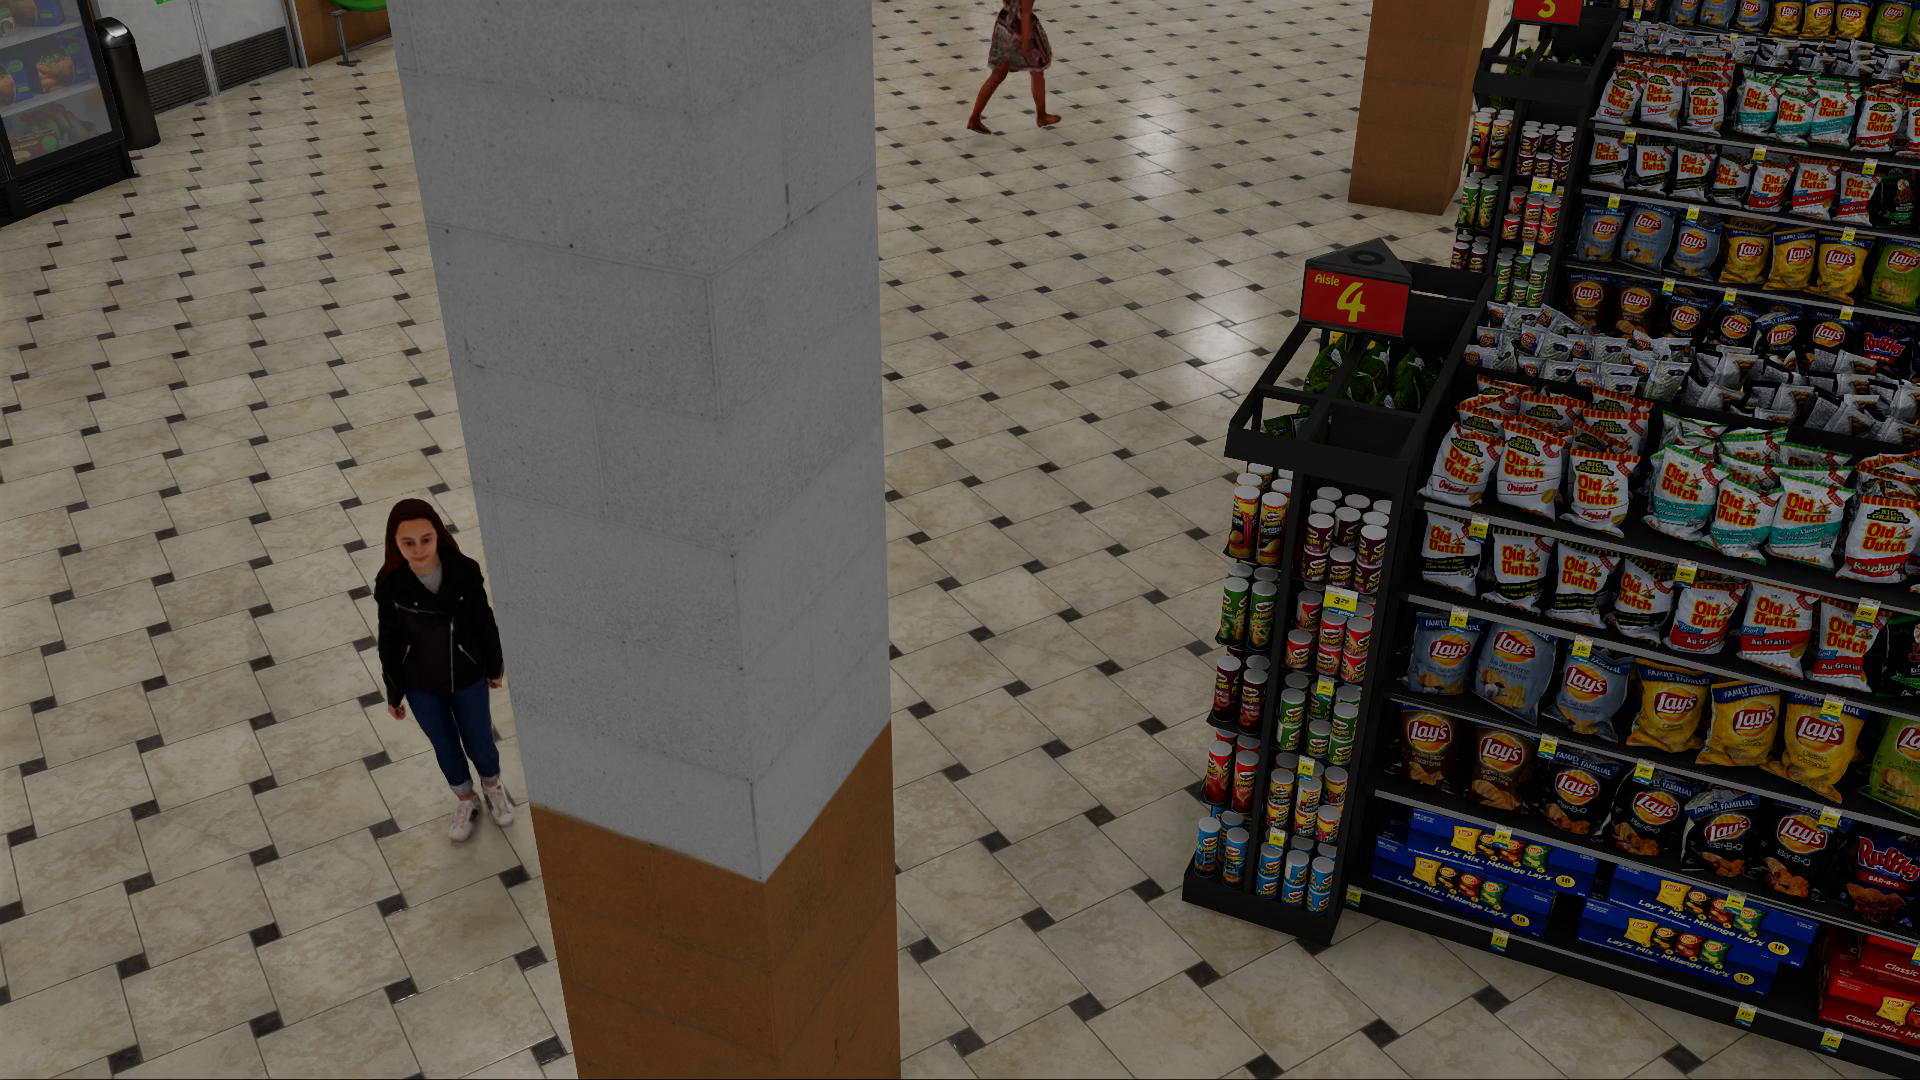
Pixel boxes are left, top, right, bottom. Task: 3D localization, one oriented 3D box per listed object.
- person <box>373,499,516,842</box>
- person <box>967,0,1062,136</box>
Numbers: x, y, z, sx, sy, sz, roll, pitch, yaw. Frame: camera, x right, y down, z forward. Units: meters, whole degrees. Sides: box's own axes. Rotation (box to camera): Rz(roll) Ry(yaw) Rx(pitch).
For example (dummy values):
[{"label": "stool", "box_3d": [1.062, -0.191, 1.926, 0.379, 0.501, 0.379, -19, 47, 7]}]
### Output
[{"label": "person", "box_3d": [-1.913, 0.452, 6.174, 0.629, 1.473, 0.718, -6, 32, -9]}, {"label": "person", "box_3d": [0.373, -3.977, 13.168, 1.053, 1.603, 1.148, -20, 37, -29]}]
